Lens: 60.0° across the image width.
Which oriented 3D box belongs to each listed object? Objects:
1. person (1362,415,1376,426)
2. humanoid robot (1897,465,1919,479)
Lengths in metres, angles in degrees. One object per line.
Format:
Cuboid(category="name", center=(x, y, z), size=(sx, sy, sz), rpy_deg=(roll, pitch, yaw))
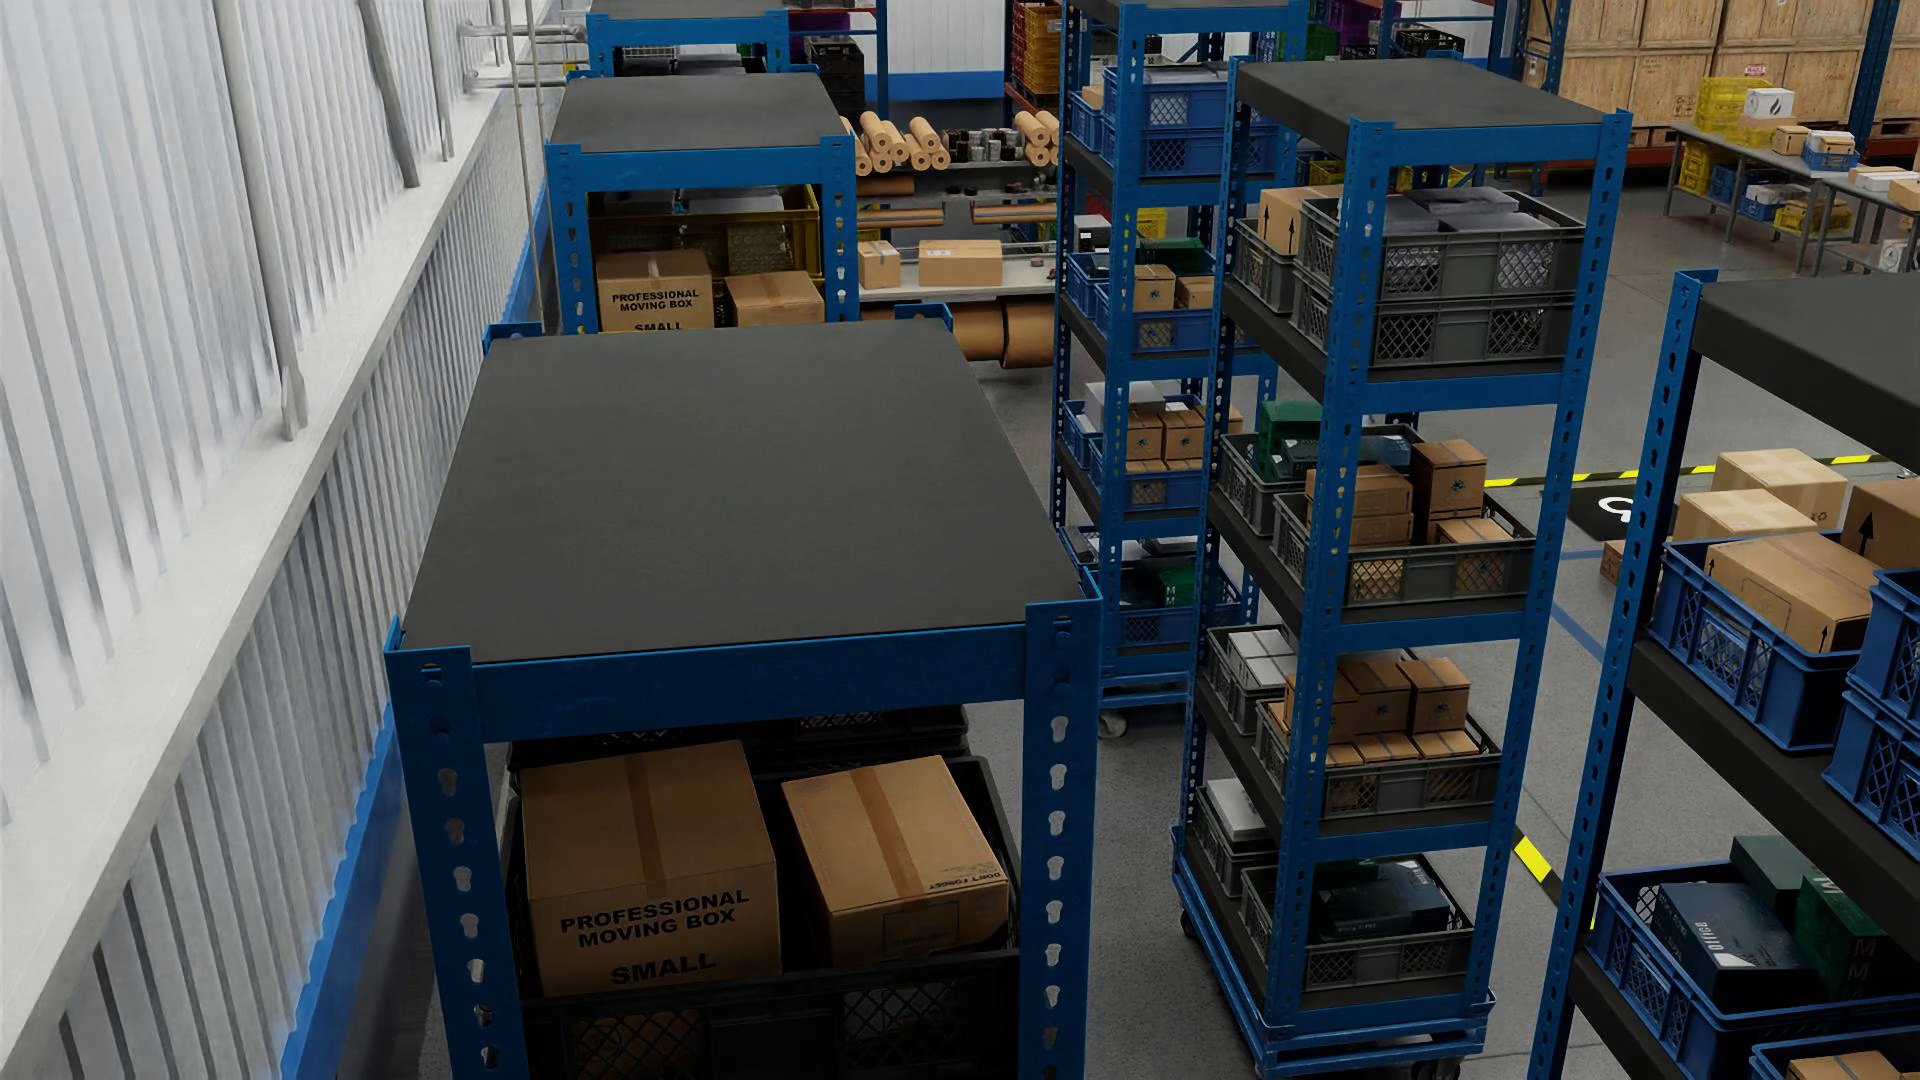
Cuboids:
Cuboid(category="person", center=(1.796, 0.191, 7.993), size=(0.587, 1.850, 0.396), rpy_deg=(1, 25, 2))
Cuboid(category="humanoid robot", center=(6.431, -1.148, 10.873), size=(0.735, 1.681, 0.533), rpy_deg=(-11, 27, -22))
